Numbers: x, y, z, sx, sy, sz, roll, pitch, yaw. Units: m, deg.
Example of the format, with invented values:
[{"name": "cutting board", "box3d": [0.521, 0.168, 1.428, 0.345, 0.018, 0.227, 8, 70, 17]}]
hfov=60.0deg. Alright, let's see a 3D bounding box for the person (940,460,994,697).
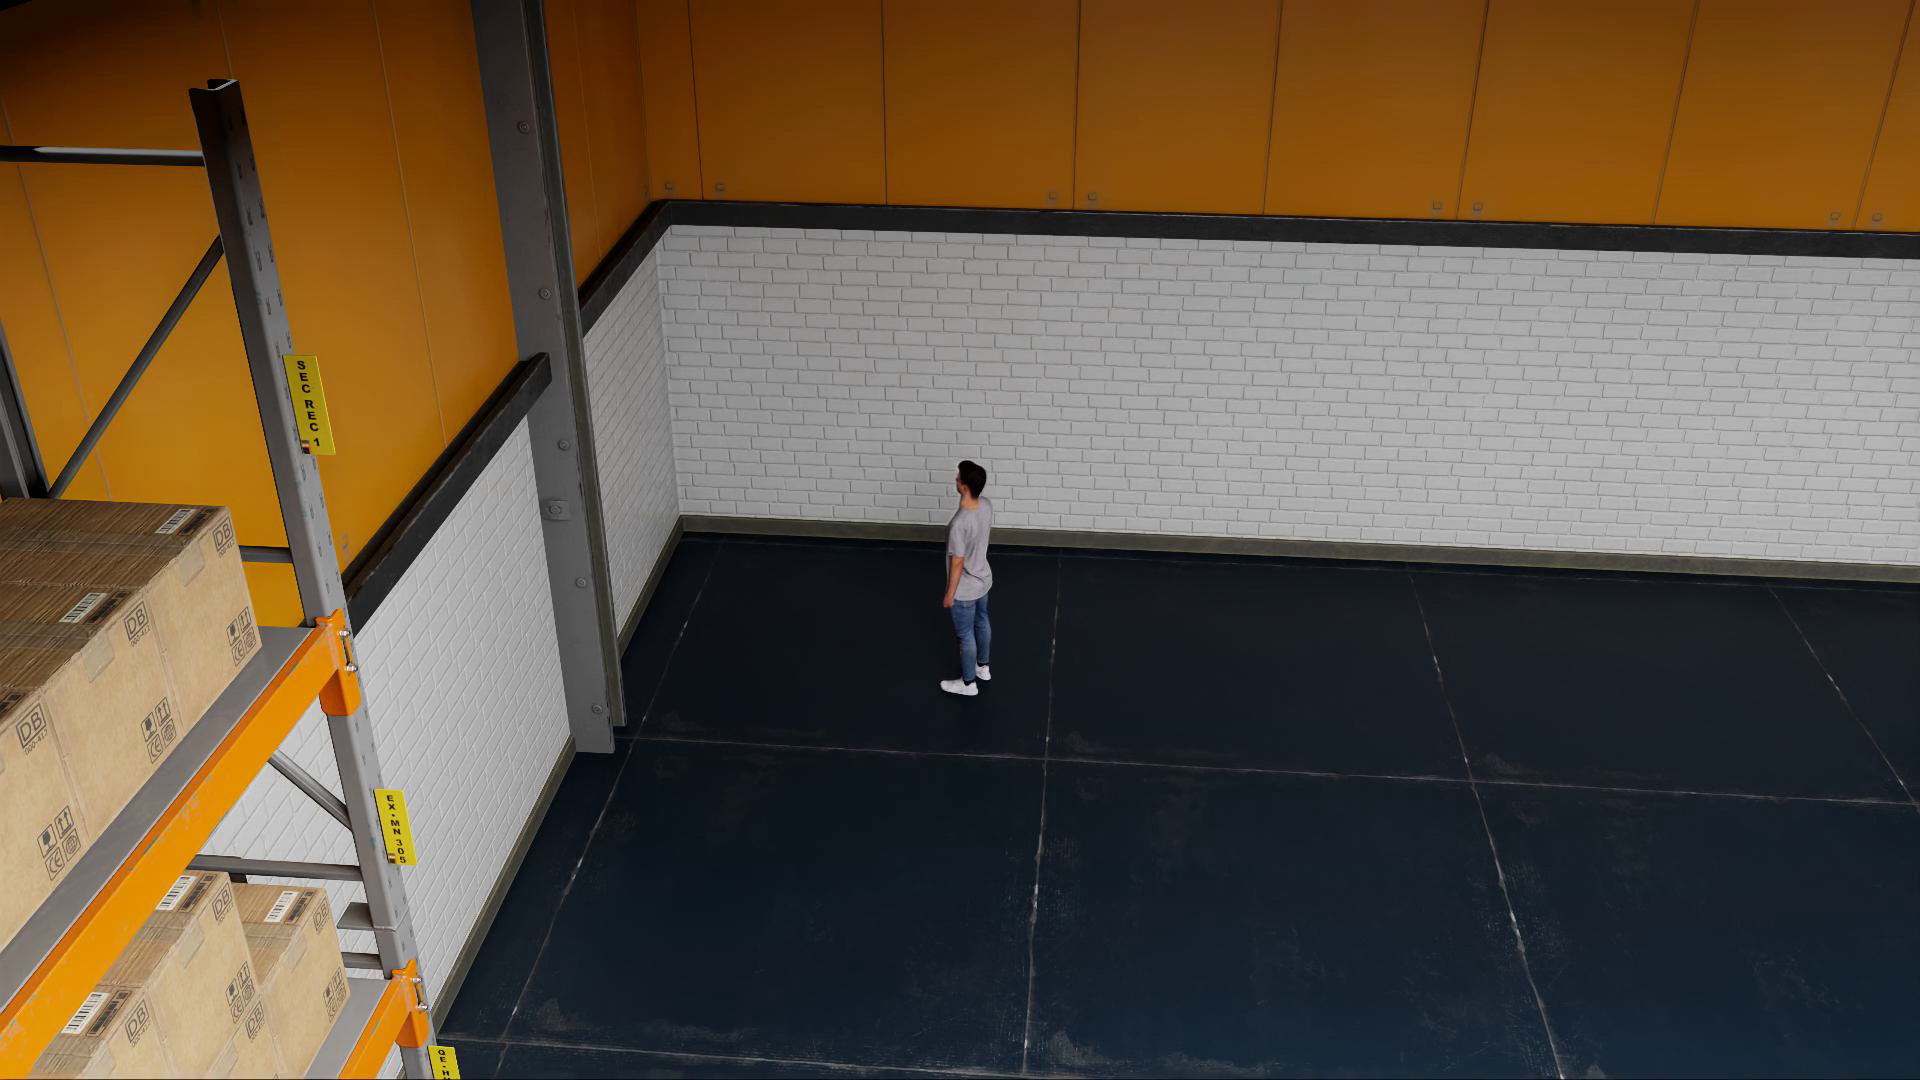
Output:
[{"name": "person", "box3d": [0.070, 0.275, 12.324, 0.809, 1.890, 0.652, 14, 32, 24]}]
